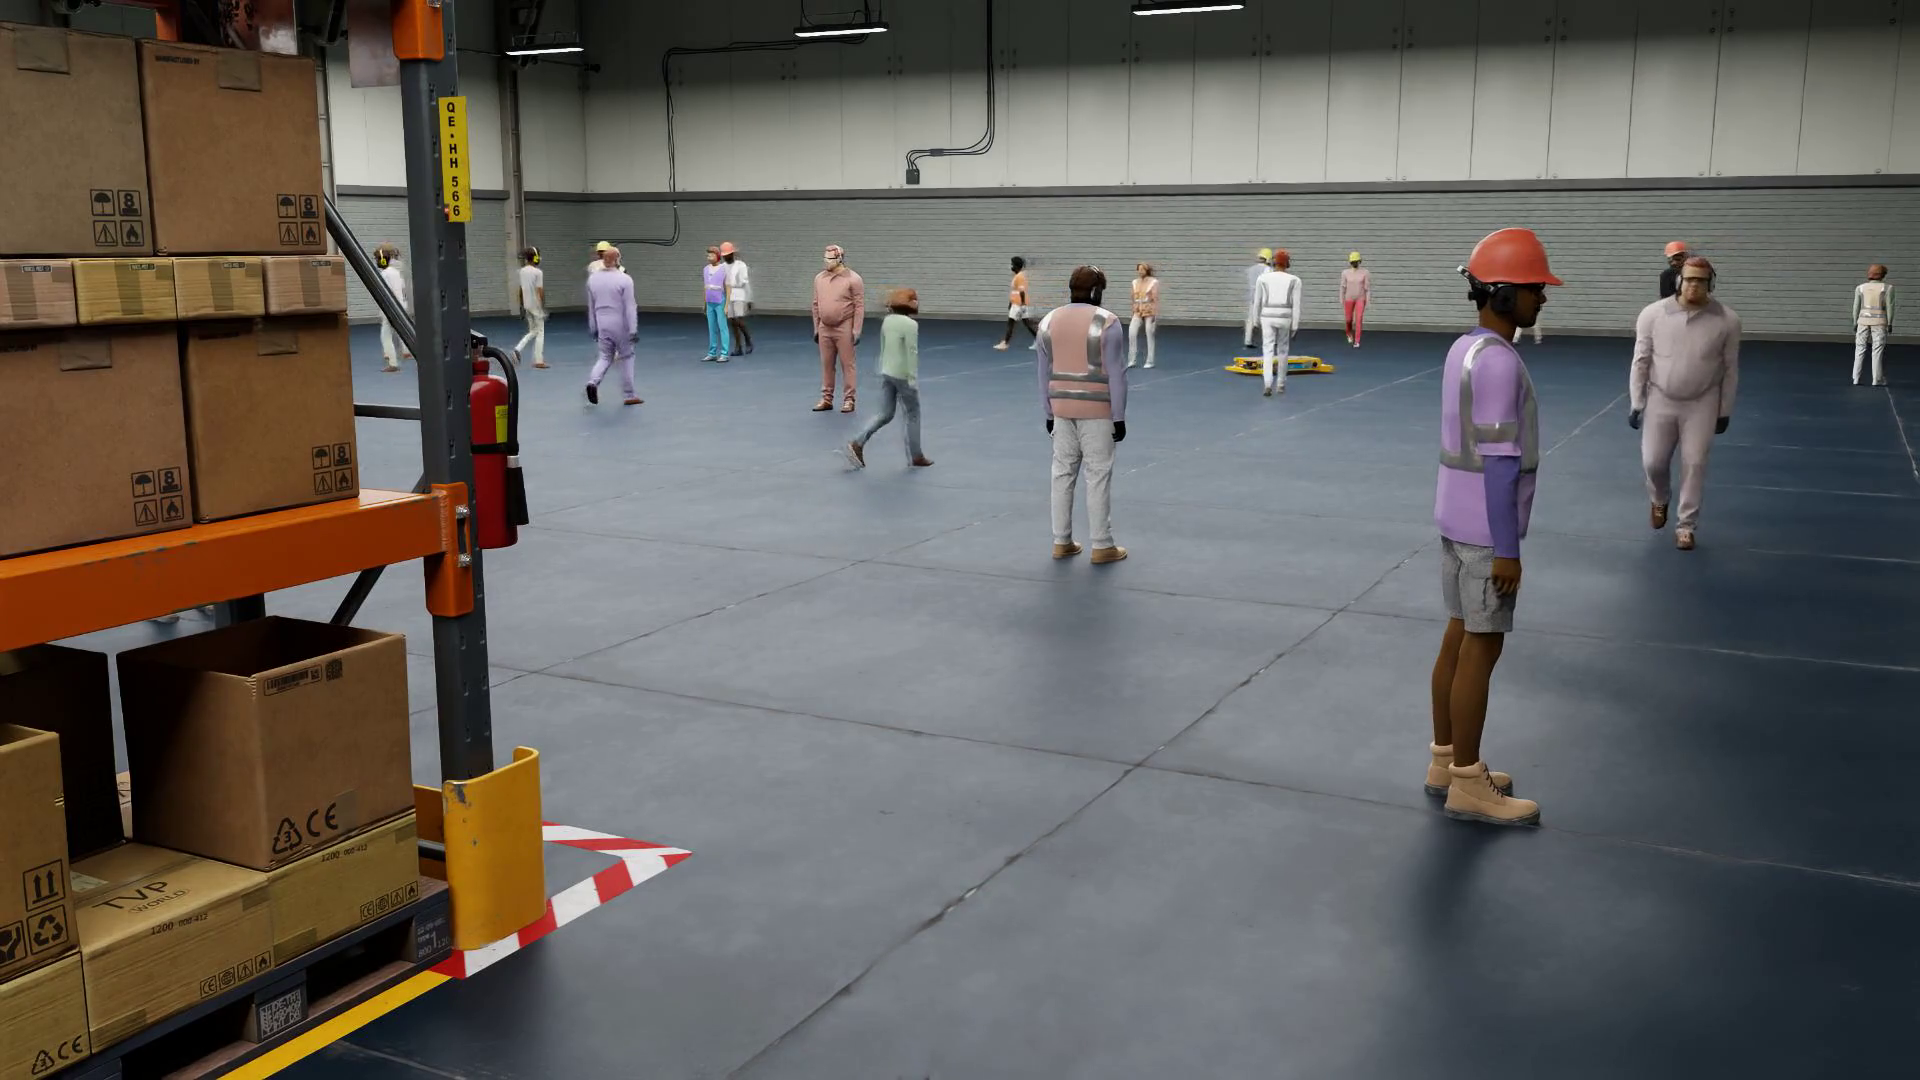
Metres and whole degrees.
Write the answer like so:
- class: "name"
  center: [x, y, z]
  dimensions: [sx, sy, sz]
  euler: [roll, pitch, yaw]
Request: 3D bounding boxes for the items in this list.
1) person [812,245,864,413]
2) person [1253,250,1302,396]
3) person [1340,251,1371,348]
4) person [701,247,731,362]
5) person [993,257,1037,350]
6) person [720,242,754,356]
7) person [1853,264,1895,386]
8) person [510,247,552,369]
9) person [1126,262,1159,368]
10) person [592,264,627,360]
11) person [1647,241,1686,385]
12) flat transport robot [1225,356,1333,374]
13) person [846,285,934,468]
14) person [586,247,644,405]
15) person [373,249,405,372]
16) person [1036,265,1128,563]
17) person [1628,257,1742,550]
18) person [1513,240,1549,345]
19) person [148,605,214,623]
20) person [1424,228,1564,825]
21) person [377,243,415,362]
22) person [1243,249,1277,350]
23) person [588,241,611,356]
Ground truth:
- class: "person"
  center: [-1.419, -2.412, 19.074]
  dimensions: [0.643, 1.905, 0.399]
  euler: [5, 12, 27]
- class: "person"
  center: [4.019, -2.752, 21.114]
  dimensions: [0.585, 1.848, 0.966]
  euler: [2, 11, 9]
- class: "person"
  center: [7.181, -4.372, 30.191]
  dimensions: [0.550, 1.745, 0.557]
  euler: [4, 11, 20]
- class: "person"
  center: [-3.881, -3.762, 26.606]
  dimensions: [0.565, 1.839, 0.386]
  euler: [7, 13, 35]
- class: "person"
  center: [1.057, -4.166, 29.320]
  dimensions: [0.887, 1.654, 0.533]
  euler: [0, 10, 2]
- class: "person"
  center: [-3.802, -4.027, 27.867]
  dimensions: [0.585, 1.905, 0.471]
  euler: [6, 12, 29]
- class: "person"
  center: [12.266, -2.882, 22.356]
  dimensions: [0.309, 1.640, 0.512]
  euler: [-9, 14, -40]
- class: "person"
  center: [-6.482, -3.498, 25.144]
  dimensions: [0.519, 1.851, 0.547]
  euler: [8, 13, 38]
- class: "person"
  center: [2.758, -3.400, 25.250]
  dimensions: [0.519, 1.619, 0.624]
  euler: [8, 13, 37]
- class: "person"
  center: [-5.633, -3.791, 26.816]
  dimensions: [0.640, 1.821, 0.710]
  euler: [3, 11, 16]
- class: "person"
  center: [9.559, -3.003, 22.213]
  dimensions: [0.607, 1.947, 1.044]
  euler: [-3, 11, -17]
- class: "flat transport robot"
  center: [4.692, -2.580, 24.443]
  dimensions: [1.431, 0.197, 0.652]
  euler: [-4, 11, -21]
- class: "person"
  center: [-0.591, -1.405, 14.423]
  dimensions: [0.740, 1.601, 0.538]
  euler: [-8, 13, -36]
- class: "person"
  center: [-4.102, -2.526, 19.731]
  dimensions: [0.665, 1.890, 0.726]
  euler: [5, 12, 26]
- class: "person"
  center: [-8.270, -3.391, 24.651]
  dimensions: [0.717, 1.830, 0.586]
  euler: [2, 11, 11]
- class: "person"
  center: [0.783, -0.778, 10.349]
  dimensions: [0.622, 1.838, 0.429]
  euler: [8, 13, 36]
- class: "person"
  center: [4.728, -0.902, 10.882]
  dimensions: [0.654, 1.887, 0.588]
  euler: [5, 11, 24]
- class: "person"
  center: [10.540, -4.560, 30.703]
  dimensions: [0.612, 1.947, 1.064]
  euler: [8, 13, 36]
- class: "person"
  center: [-4.163, -0.489, 8.742]
  dimensions: [0.344, 1.847, 0.505]
  euler: [9, 14, 42]
- class: "person"
  center: [1.849, -0.046, 5.789]
  dimensions: [0.374, 2.044, 0.606]
  euler: [1, 10, 4]
- class: "person"
  center: [-9.122, -3.818, 26.786]
  dimensions: [0.636, 1.888, 0.736]
  euler: [5, 11, 24]
- class: "person"
  center: [5.404, -4.264, 29.509]
  dimensions: [0.973, 1.767, 0.613]
  euler: [-9, 14, -40]
- class: "person"
  center: [-5.936, -4.026, 27.814]
  dimensions: [0.618, 1.923, 0.405]
  euler: [5, 12, 27]
